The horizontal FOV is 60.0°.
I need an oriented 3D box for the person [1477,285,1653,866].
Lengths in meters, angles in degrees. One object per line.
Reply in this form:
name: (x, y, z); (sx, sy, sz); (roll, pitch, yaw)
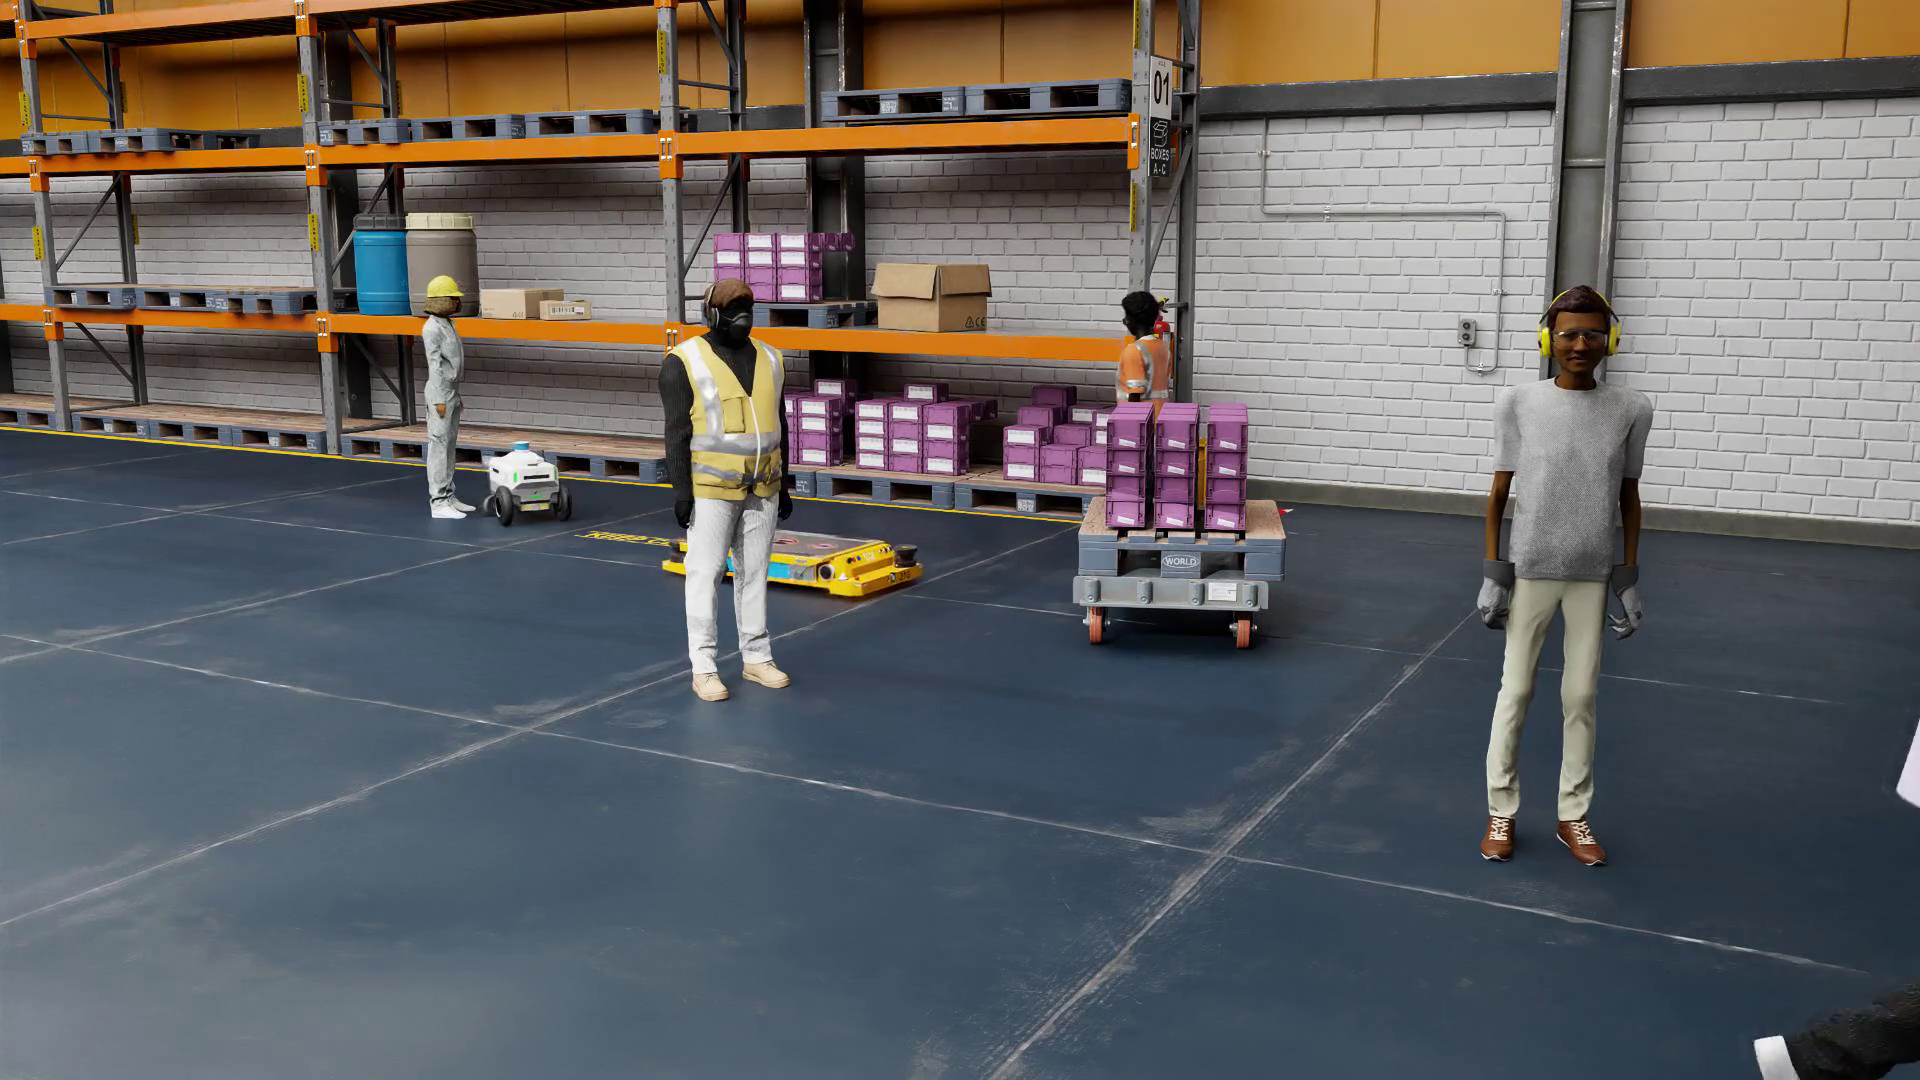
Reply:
person: (1.941, 0.123, 5.369); (0.512, 1.872, 0.328); (1, 10, 8)

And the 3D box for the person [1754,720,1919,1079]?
person: (1.974, 0.512, 3.148); (0.735, 1.899, 0.611); (8, 13, 38)

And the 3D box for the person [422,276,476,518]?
person: (-3.712, -1.035, 12.058); (0.299, 1.745, 0.483); (0, 10, -2)

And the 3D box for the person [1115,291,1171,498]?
person: (1.119, -0.677, 10.236); (0.316, 1.692, 0.541); (5, 12, 28)

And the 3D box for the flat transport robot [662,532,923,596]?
flat transport robot: (-0.996, 0.108, 9.833); (1.431, 0.197, 0.652); (6, 12, 30)

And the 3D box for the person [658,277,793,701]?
person: (-1.002, -0.228, 7.362); (0.627, 1.847, 0.429); (-9, 13, -40)

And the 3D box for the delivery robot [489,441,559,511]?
delivery robot: (-3.135, -0.466, 11.945); (0.477, 0.478, 0.707); (-6, 12, -29)
